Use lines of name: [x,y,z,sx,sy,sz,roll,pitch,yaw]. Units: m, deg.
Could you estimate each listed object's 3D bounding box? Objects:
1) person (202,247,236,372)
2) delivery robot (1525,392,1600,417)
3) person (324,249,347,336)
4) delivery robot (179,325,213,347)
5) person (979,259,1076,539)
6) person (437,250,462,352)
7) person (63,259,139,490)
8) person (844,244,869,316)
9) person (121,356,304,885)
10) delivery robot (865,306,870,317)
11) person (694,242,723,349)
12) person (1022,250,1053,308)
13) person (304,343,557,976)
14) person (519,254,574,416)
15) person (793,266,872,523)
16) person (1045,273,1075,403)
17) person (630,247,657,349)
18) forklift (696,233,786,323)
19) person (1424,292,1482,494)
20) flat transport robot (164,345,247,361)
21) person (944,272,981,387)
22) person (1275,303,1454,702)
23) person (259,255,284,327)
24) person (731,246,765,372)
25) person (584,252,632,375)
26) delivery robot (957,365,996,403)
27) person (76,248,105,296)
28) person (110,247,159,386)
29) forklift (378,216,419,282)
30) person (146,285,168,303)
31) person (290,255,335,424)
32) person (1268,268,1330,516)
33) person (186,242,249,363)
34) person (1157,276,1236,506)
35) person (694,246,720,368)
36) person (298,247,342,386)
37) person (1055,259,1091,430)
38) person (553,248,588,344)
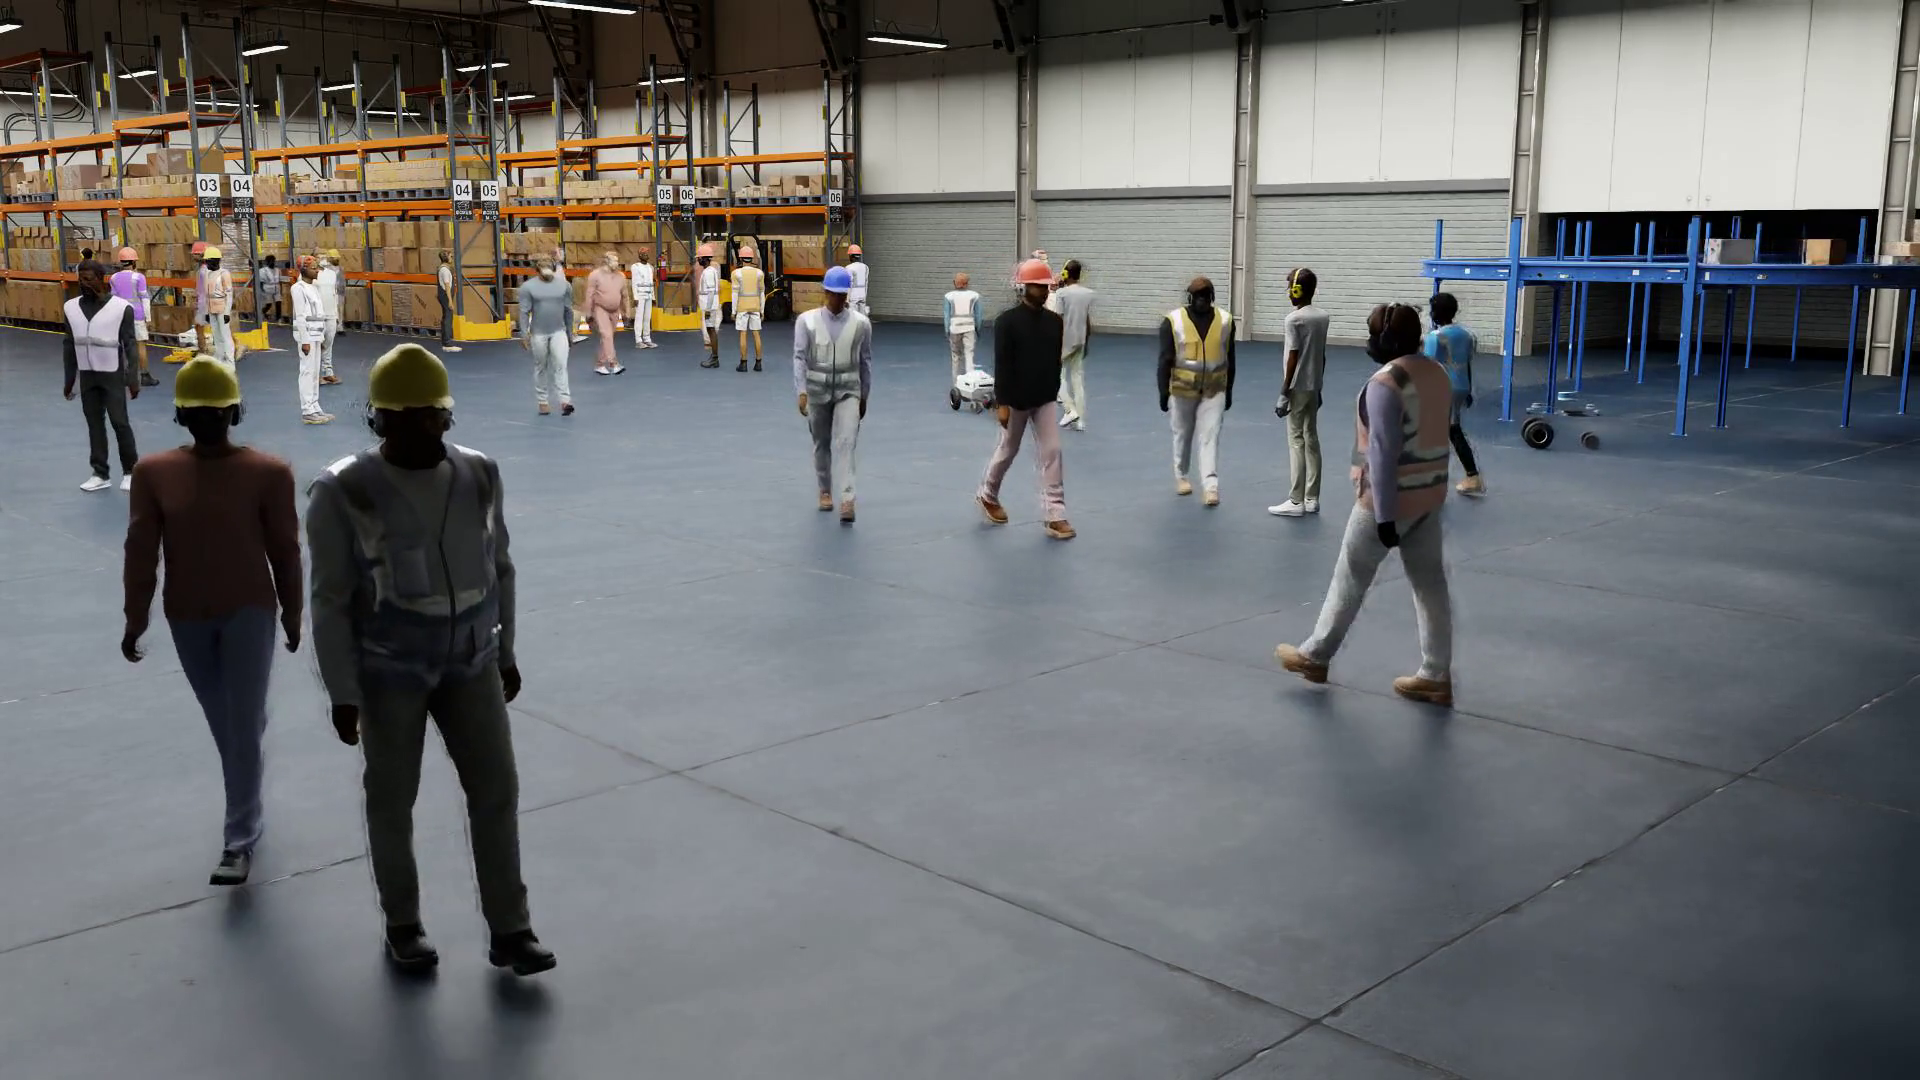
person: [-11.449,-3.544,25.660,0.587,1.928,0.363,6,12,32]
delivery robot: [6.068,-1.375,16.731,0.698,0.223,0.335,2,11,13]
person: [-13.124,-5.196,34.949,0.414,1.822,0.615,6,12,28]
delivery robot: [-13.401,-3.524,29.161,0.707,0.478,0.477,9,14,42]
person: [0.465,-1.035,11.927,0.624,1.955,1.019,-6,12,-31]
person: [-9.339,-4.359,30.330,0.335,1.845,0.518,-5,12,-27]
person: [-7.180,-1.383,13.924,0.599,1.923,0.401,1,10,5]
person: [-1.922,-4.441,30.527,0.359,1.938,0.545,8,13,39]
person: [-2.486,0.247,5.564,0.524,1.720,0.911,-1,10,-5]
delivery robot: [-2.532,-5.521,40.046,0.707,0.478,0.477,-1,10,-7]
person: [-4.692,-4.566,31.089,0.619,1.974,0.427,5,11,24]
person: [1.087,-3.015,22.818,0.410,1.912,0.651,6,12,28]
person: [-1.446,0.367,4.658,0.628,1.808,0.726,-9,14,-40]
person: [-4.819,-2.394,19.502,0.646,1.884,0.979,-4,11,-21]
person: [-0.952,-1.110,12.525,0.590,1.889,1.037,-1,10,-6]
person: [1.244,-2.558,21.070,0.306,1.640,0.522,-7,12,-32]
person: [-5.949,-4.562,31.333,0.354,1.883,0.573,6,12,29]
forklift: [-5.496,-6.489,41.108,2.313,2.155,1.214,-10,14,-44]
person: [4.012,-1.224,13.789,0.539,1.637,0.909,-9,14,-40]
flat transport robot: [-12.861,-3.189,28.360,0.652,0.197,1.431,1,11,7]
person: [0.035,-2.875,22.872,0.520,1.614,0.747,-1,10,-3]
person: [1.928,-0.187,7.699,0.629,1.800,0.920,-9,14,-41]
person: [-15.952,-5.765,38.445,0.563,1.669,0.566,8,13,38]
person: [-3.330,-3.616,26.025,0.553,1.935,0.363,-6,12,-28]
person: [-5.240,-3.401,25.077,1.025,1.849,0.669,9,14,41]
delivery robot: [0.212,-1.873,20.155,0.477,0.478,0.707,-3,11,-17]
person: [-17.009,-4.780,32.569,0.521,1.868,0.328,-9,14,-40]
person: [-11.667,-3.151,23.481,0.545,1.942,0.353,1,10,8]
forklift: [-17.868,-9.201,54.028,1.873,2.768,1.129,-10,14,-44]
person: [-19.554,-6.138,40.432,0.499,1.699,0.863,-10,14,-43]
person: [-7.351,-2.270,18.841,0.356,1.882,0.572,-1,10,-5]
person: [2.585,-1.123,12.639,0.329,1.864,0.508,10,14,43]
person: [-12.247,-3.880,27.281,0.899,2.016,0.617,-2,11,-13]
person: [1.889,-1.214,13.337,0.642,1.796,0.969,0,10,-1]
person: [-4.072,-3.754,26.779,0.375,1.935,0.550,-1,10,-6]
person: [-9.069,-3.174,23.614,0.354,1.937,0.635,5,11,24]
person: [1.211,-2.130,18.154,0.549,1.852,0.431,-7,13,-34]
person: [-7.643,-4.685,32.050,0.956,1.861,0.684,-3,11,-18]
